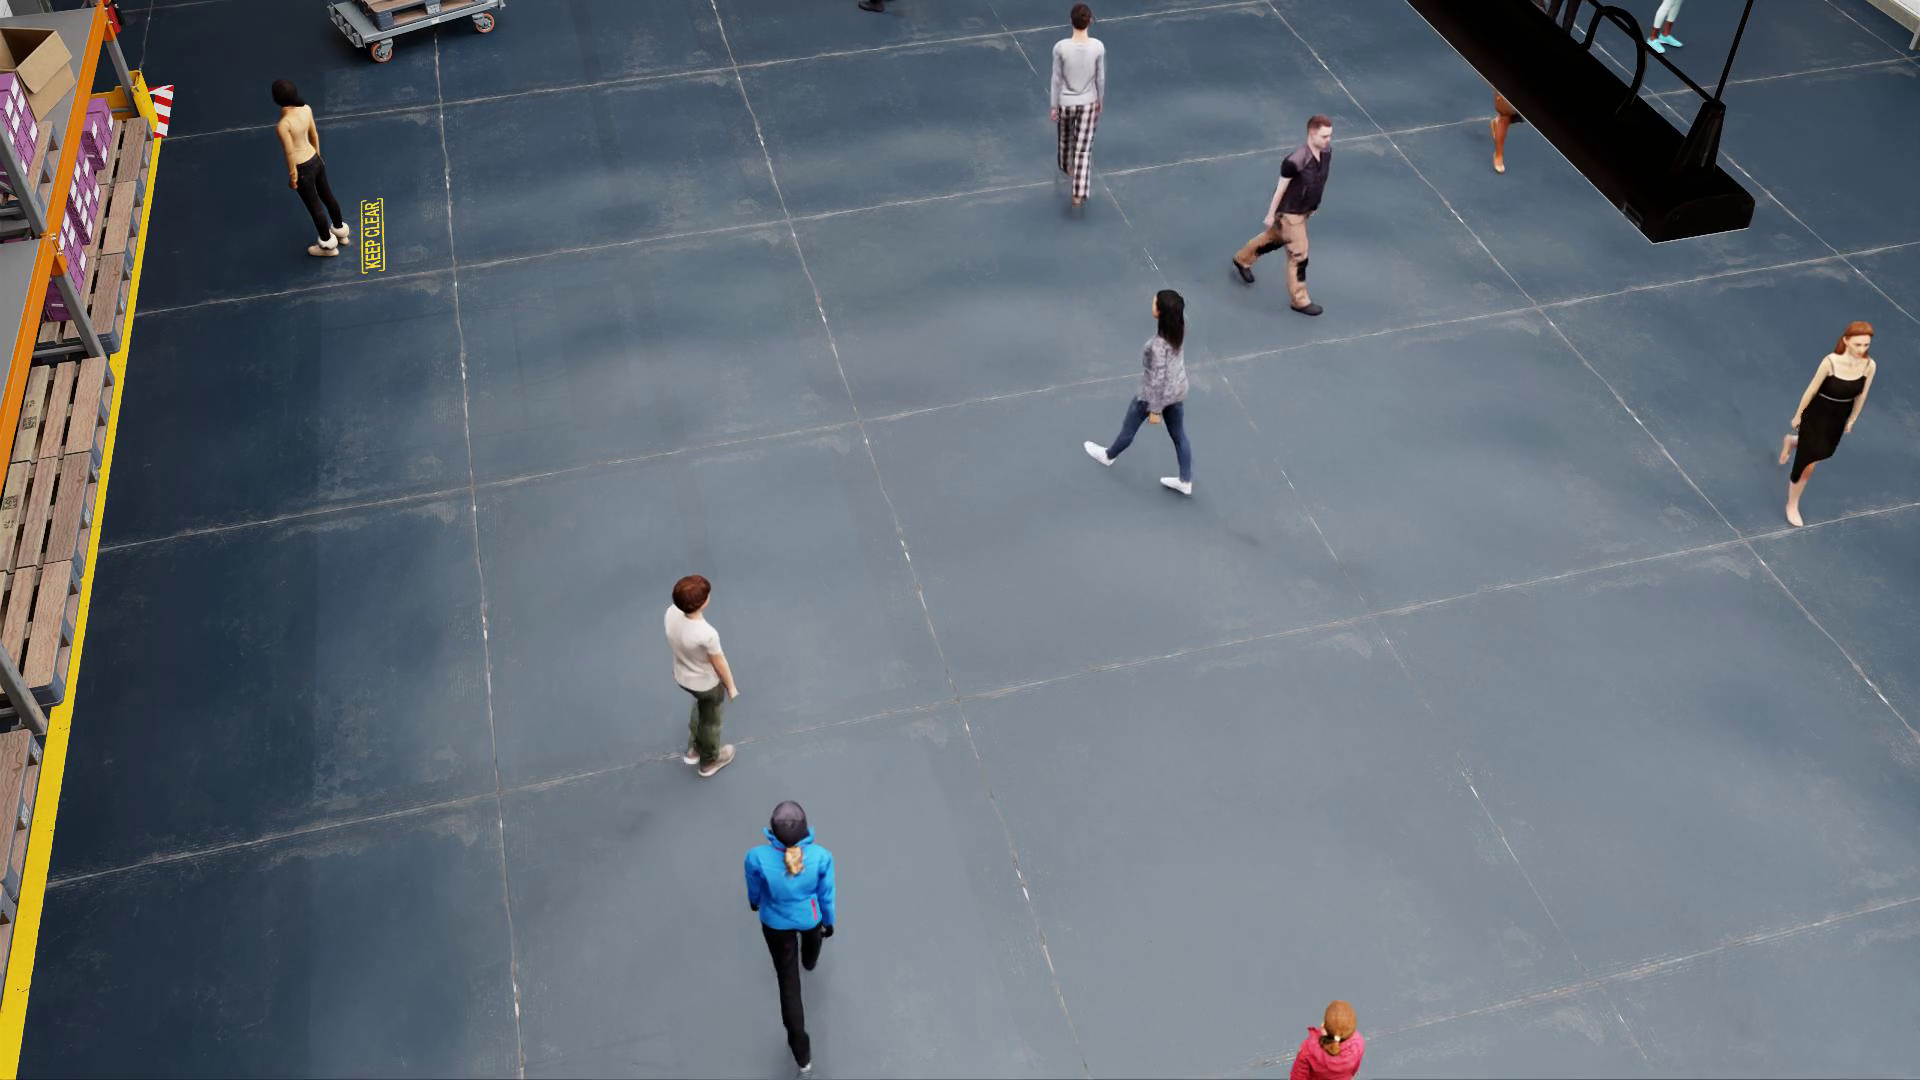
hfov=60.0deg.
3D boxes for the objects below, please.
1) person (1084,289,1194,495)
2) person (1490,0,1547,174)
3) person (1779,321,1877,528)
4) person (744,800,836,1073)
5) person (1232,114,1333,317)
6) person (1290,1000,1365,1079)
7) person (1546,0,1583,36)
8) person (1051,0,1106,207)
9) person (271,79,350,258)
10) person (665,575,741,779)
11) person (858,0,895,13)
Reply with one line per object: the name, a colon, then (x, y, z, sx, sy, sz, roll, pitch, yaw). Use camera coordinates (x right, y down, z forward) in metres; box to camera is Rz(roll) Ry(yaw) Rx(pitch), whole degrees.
person: (1.537, -1.017, 12.011, 1.201, 1.690, 1.082, 26, 50, 25)
person: (5.119, -4.236, 15.399, 0.586, 1.676, 0.757, -8, 44, -8)
person: (6.207, -0.929, 11.986, 0.770, 1.597, 1.080, 2, 44, 2)
person: (-0.880, 2.071, 8.725, 0.781, 1.752, 1.211, -3, 44, -3)
person: (2.669, -2.771, 13.785, 1.306, 1.781, 1.113, 35, 53, 31)
person: (1.826, 2.761, 8.322, 0.579, 1.309, 0.619, 0, 44, 0)
person: (6.281, -5.725, 17.106, 0.643, 1.478, 0.725, 27, 50, 25)
person: (1.061, -3.859, 14.911, 0.869, 1.805, 1.229, 1, 44, 1)
person: (-5.629, -3.223, 14.348, 0.747, 1.660, 0.660, 13, 45, 13)
person: (-1.626, 0.878, 10.056, 0.729, 1.643, 0.793, 28, 50, 26)
person: (-0.902, -6.601, 17.760, 0.861, 1.845, 0.787, 20, 47, 19)
